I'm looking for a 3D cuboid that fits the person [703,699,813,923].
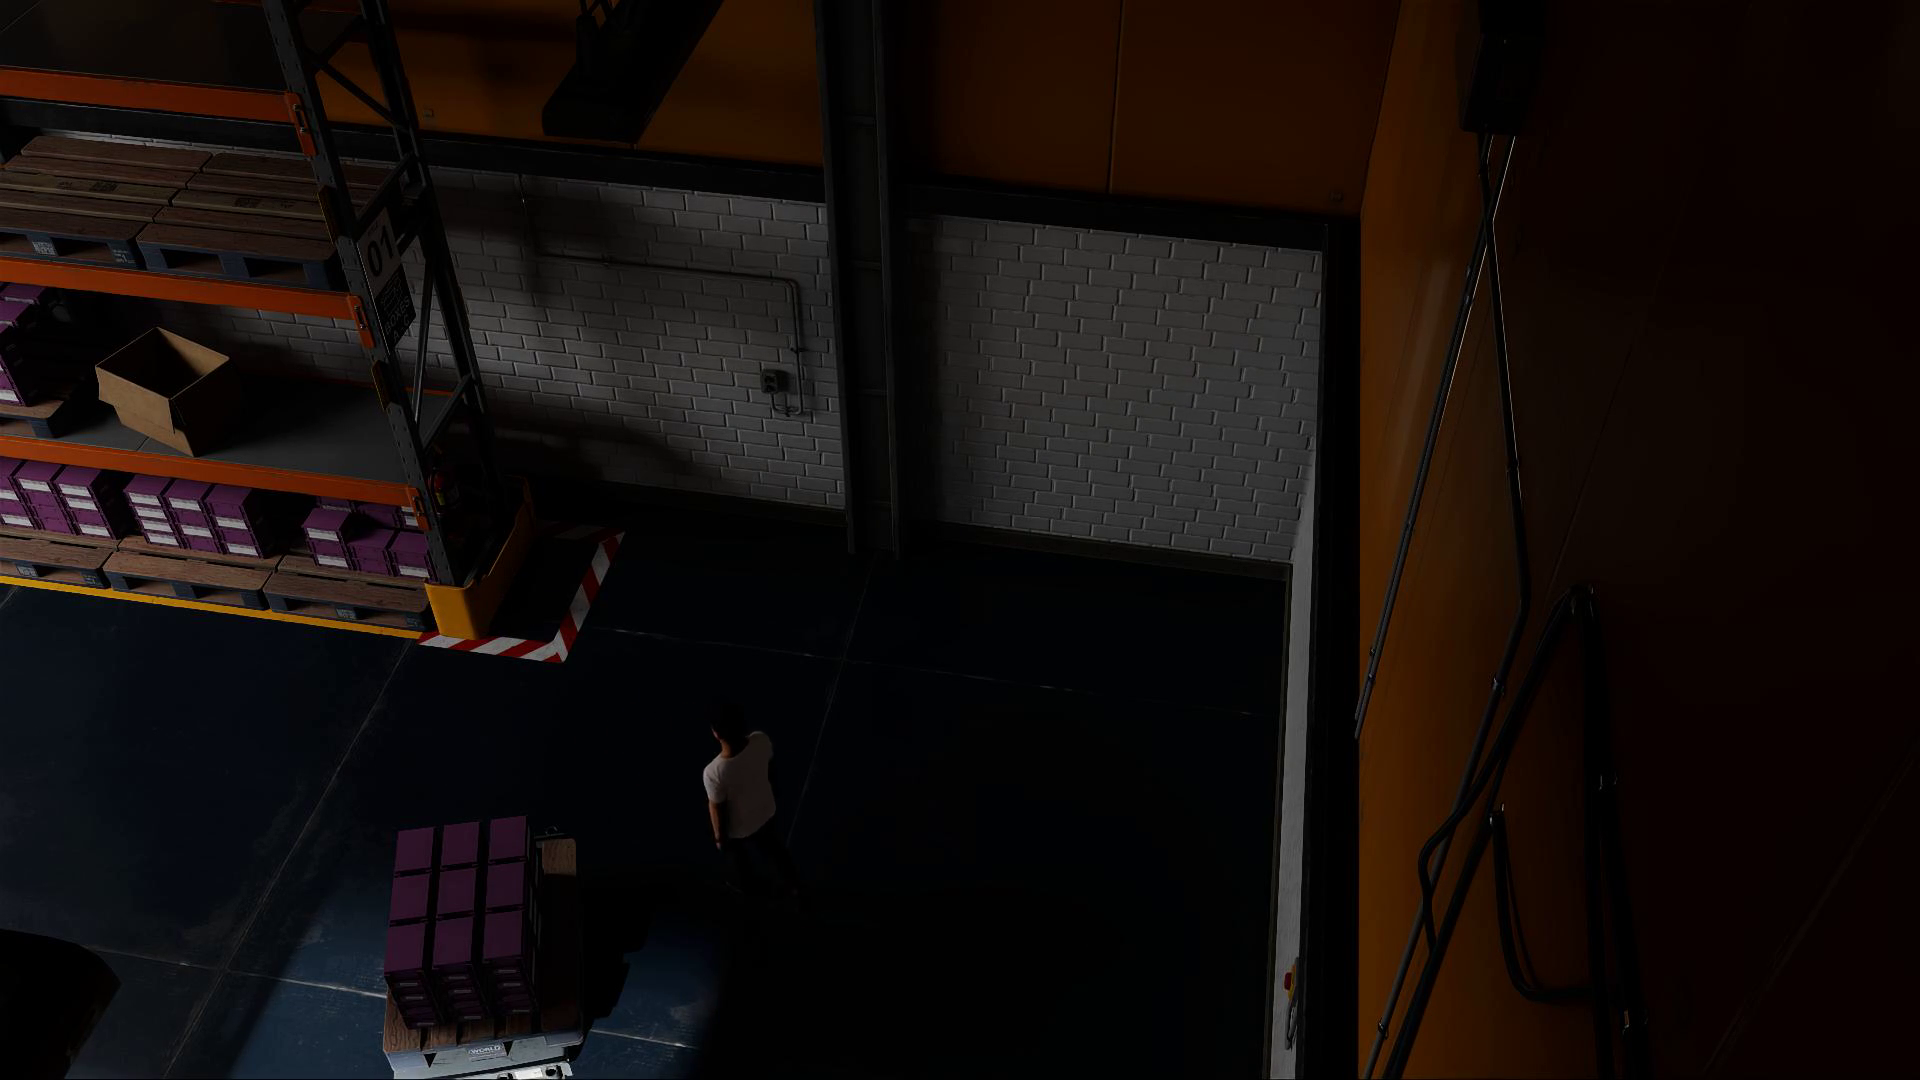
[{"bbox_3d":[-1.160,1.579,9.393,1.089,1.699,0.967,34,53,30],"label":"person"}]
